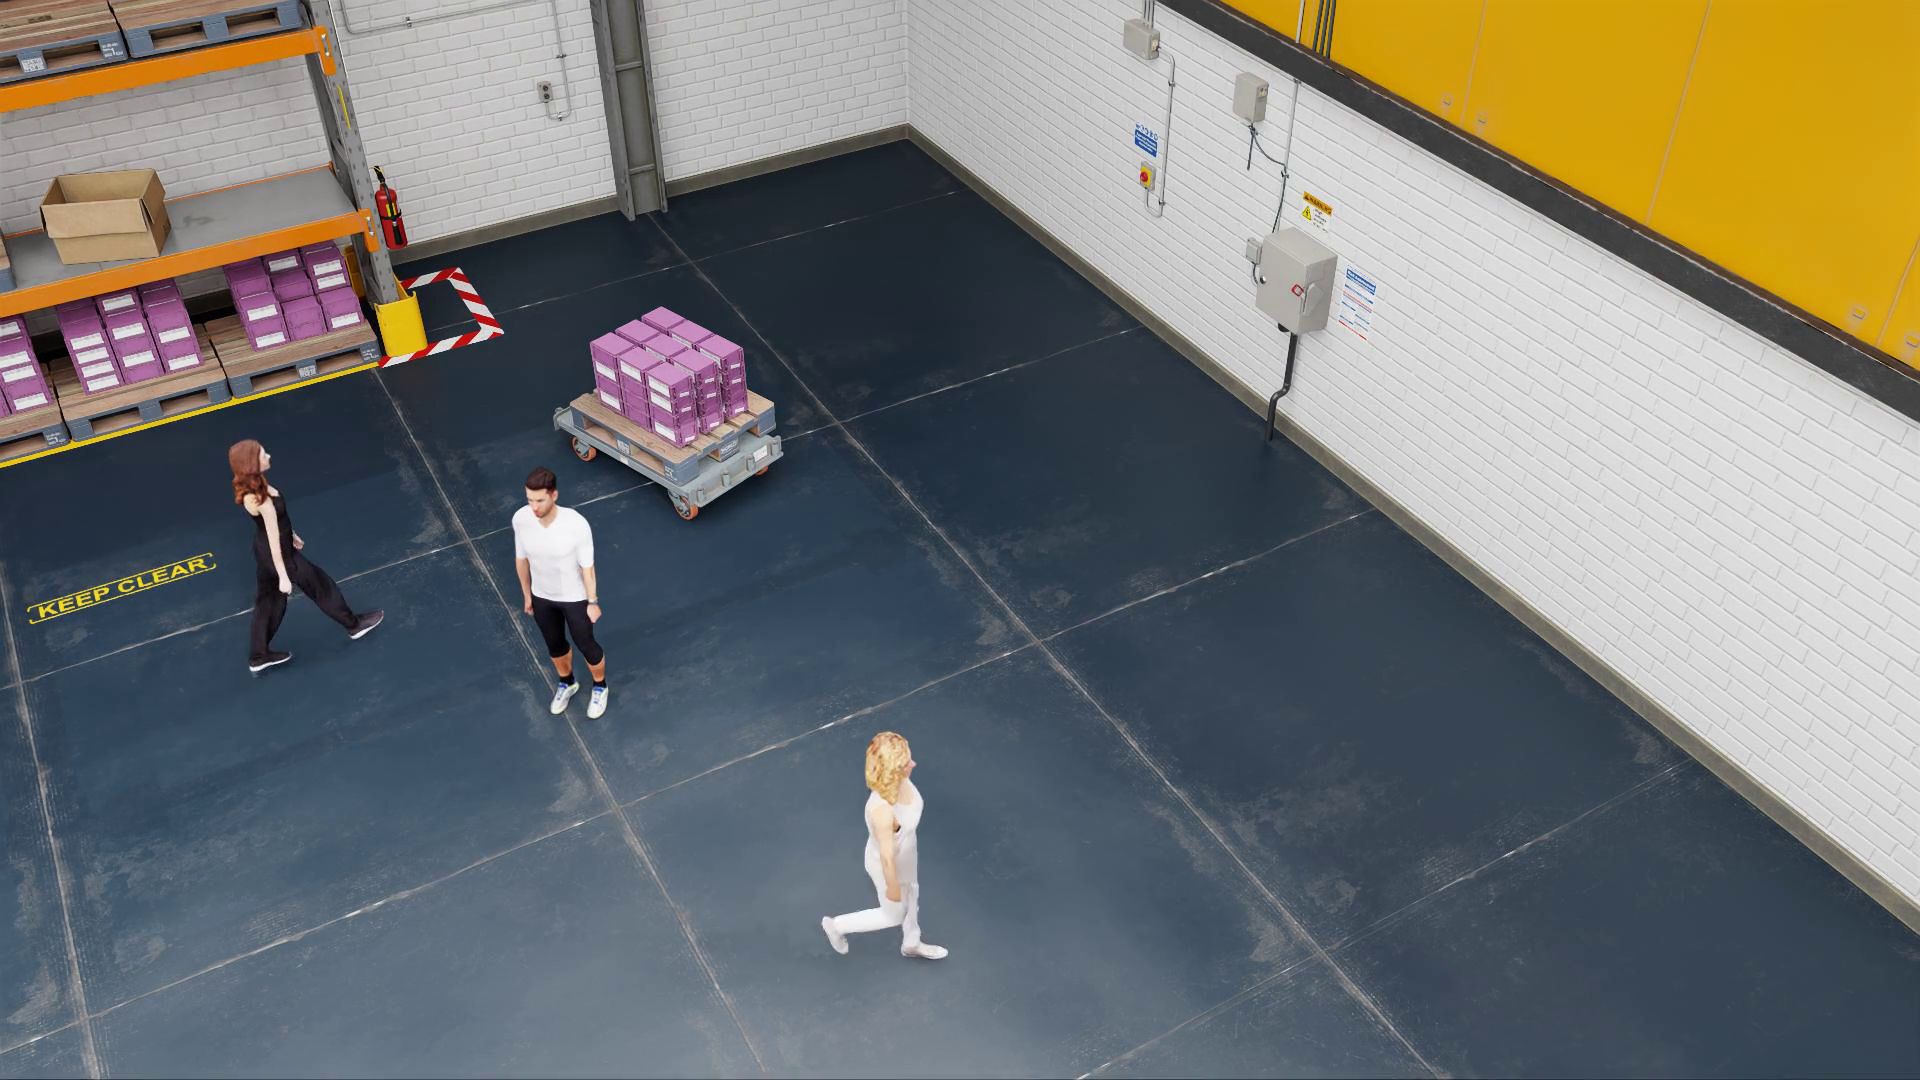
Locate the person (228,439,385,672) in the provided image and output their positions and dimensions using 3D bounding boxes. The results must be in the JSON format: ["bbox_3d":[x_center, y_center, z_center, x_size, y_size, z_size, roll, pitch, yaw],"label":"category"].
[{"bbox_3d":[-4.418,0.140,10.548,1.139,1.694,0.673,-24,44,-27],"label":"person"}]

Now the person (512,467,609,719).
[{"bbox_3d":[-2.450,0.306,10.216,0.724,1.849,0.791,9,39,10],"label":"person"}]

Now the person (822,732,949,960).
[{"bbox_3d":[-0.427,1.645,8.694,1.006,1.657,0.913,5,39,6],"label":"person"}]
